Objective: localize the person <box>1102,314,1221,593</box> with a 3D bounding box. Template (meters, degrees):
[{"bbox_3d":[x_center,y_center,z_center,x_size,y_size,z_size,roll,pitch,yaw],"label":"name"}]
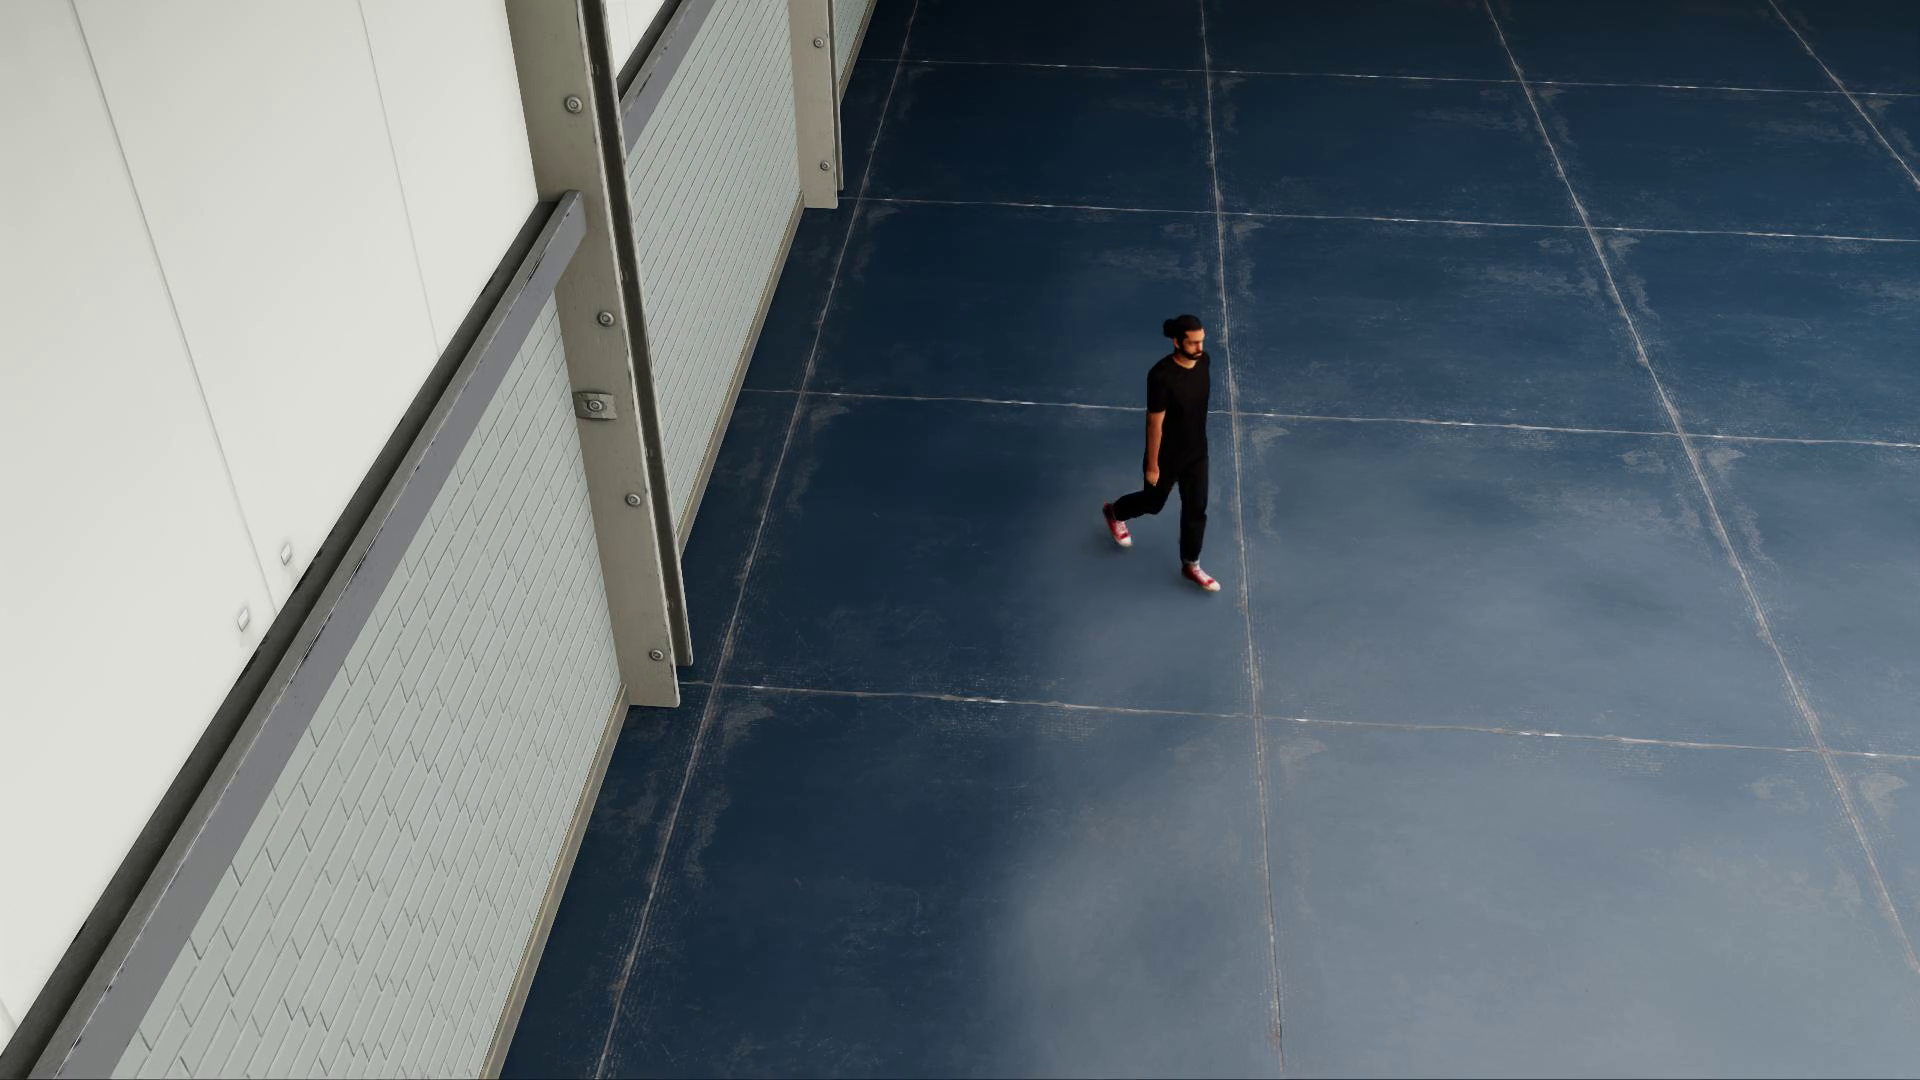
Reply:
[{"bbox_3d":[1.181,-0.544,9.606,1.121,1.730,1.168,-28,46,-31],"label":"person"}]
